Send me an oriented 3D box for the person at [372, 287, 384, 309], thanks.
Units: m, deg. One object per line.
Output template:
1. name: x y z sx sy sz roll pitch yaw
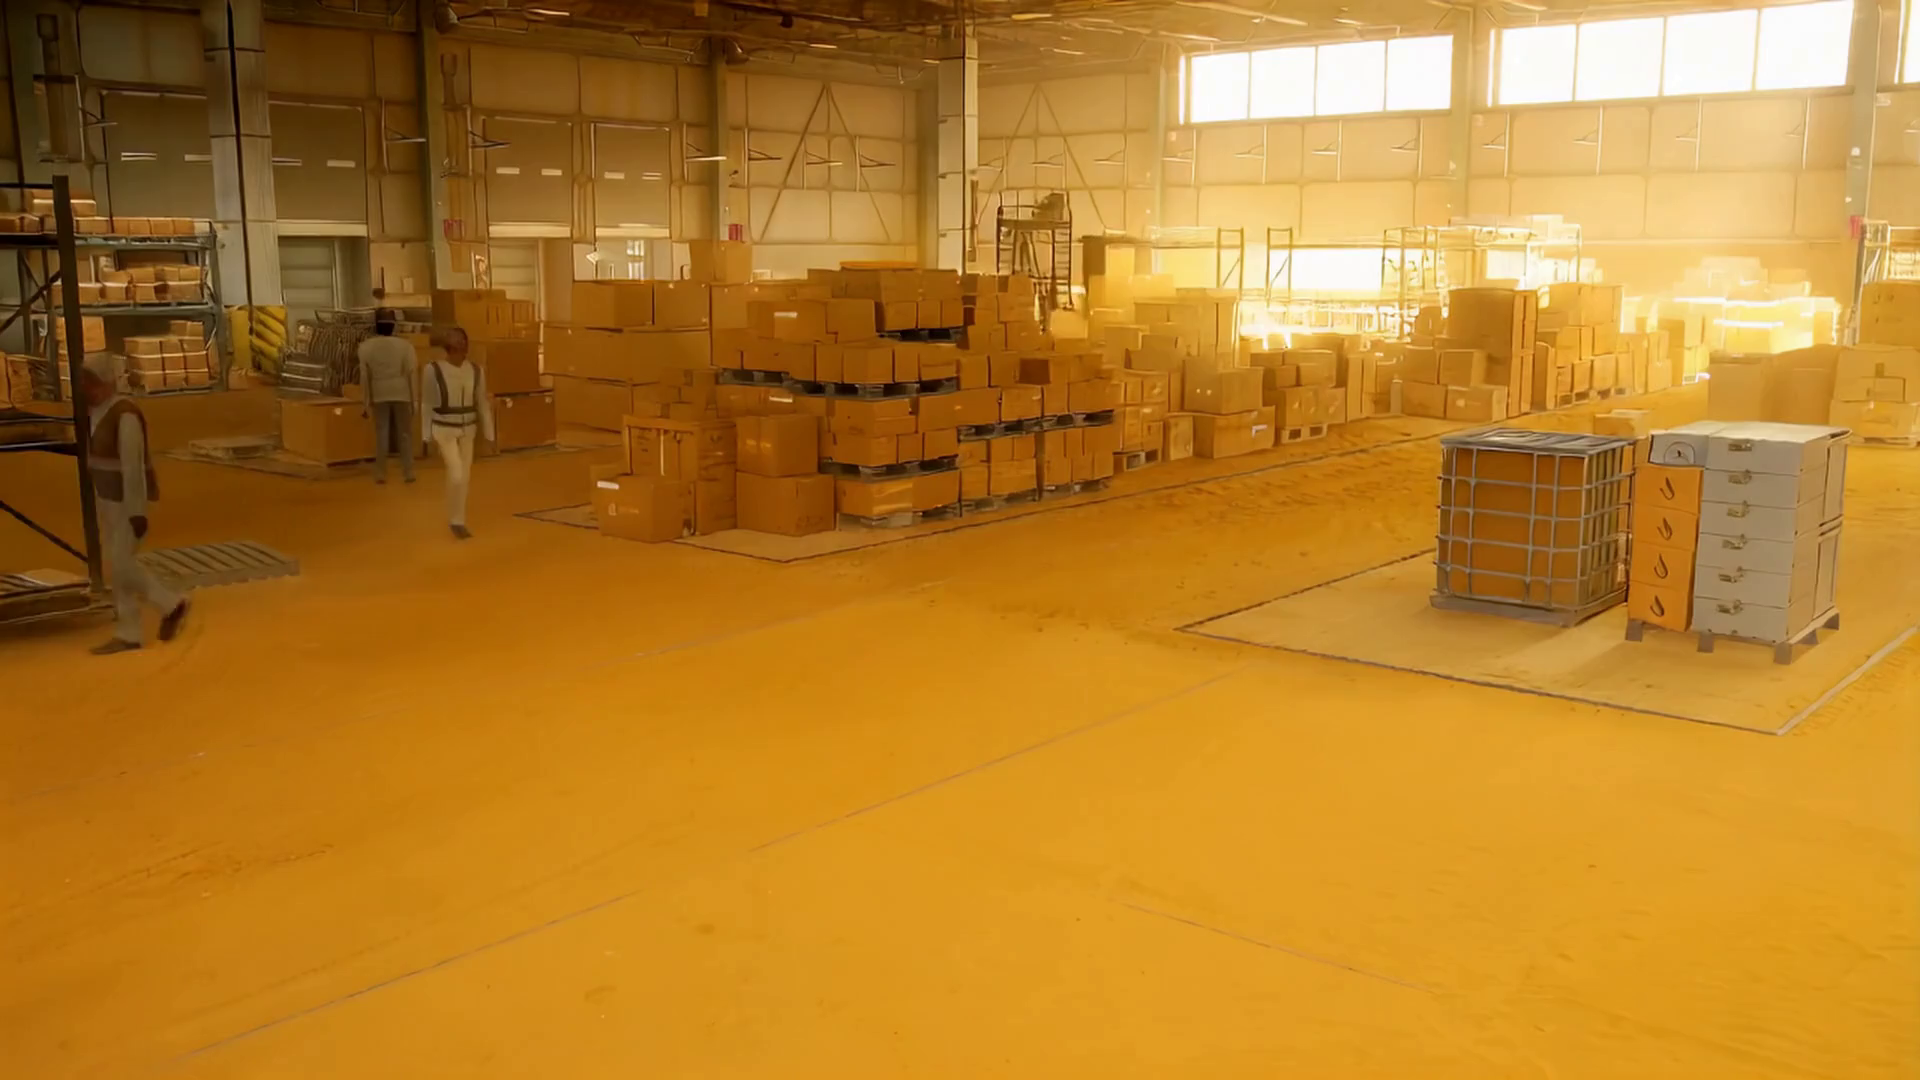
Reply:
1. person: -12.769 -4.755 36.862 0.656 1.671 0.557 -8 13 -38

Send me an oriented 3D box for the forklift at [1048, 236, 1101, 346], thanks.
1. forklift: 3.013 -5.617 38.372 1.873 2.768 1.129 2 10 12

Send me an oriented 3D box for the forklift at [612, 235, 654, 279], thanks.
1. forklift: -7.300 -5.450 37.421 1.873 2.768 1.129 8 13 40

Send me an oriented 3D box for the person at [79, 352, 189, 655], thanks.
1. person: -5.262 -0.230 10.472 0.622 1.905 0.492 9 13 41

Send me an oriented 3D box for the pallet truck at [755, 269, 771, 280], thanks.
1. pallet truck: -4.996 -6.432 45.525 1.885 1.965 0.823 -6 12 -32

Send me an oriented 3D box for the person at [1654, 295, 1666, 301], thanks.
1. person: 13.868 -4.093 33.245 0.407 1.620 0.540 7 12 34

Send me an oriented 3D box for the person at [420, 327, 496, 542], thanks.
1. person: -4.306 -0.897 14.370 0.562 1.865 0.623 9 13 40

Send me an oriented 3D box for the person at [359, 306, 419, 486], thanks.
1. person: -6.125 -1.542 17.886 0.593 1.924 0.380 -3 11 -19
